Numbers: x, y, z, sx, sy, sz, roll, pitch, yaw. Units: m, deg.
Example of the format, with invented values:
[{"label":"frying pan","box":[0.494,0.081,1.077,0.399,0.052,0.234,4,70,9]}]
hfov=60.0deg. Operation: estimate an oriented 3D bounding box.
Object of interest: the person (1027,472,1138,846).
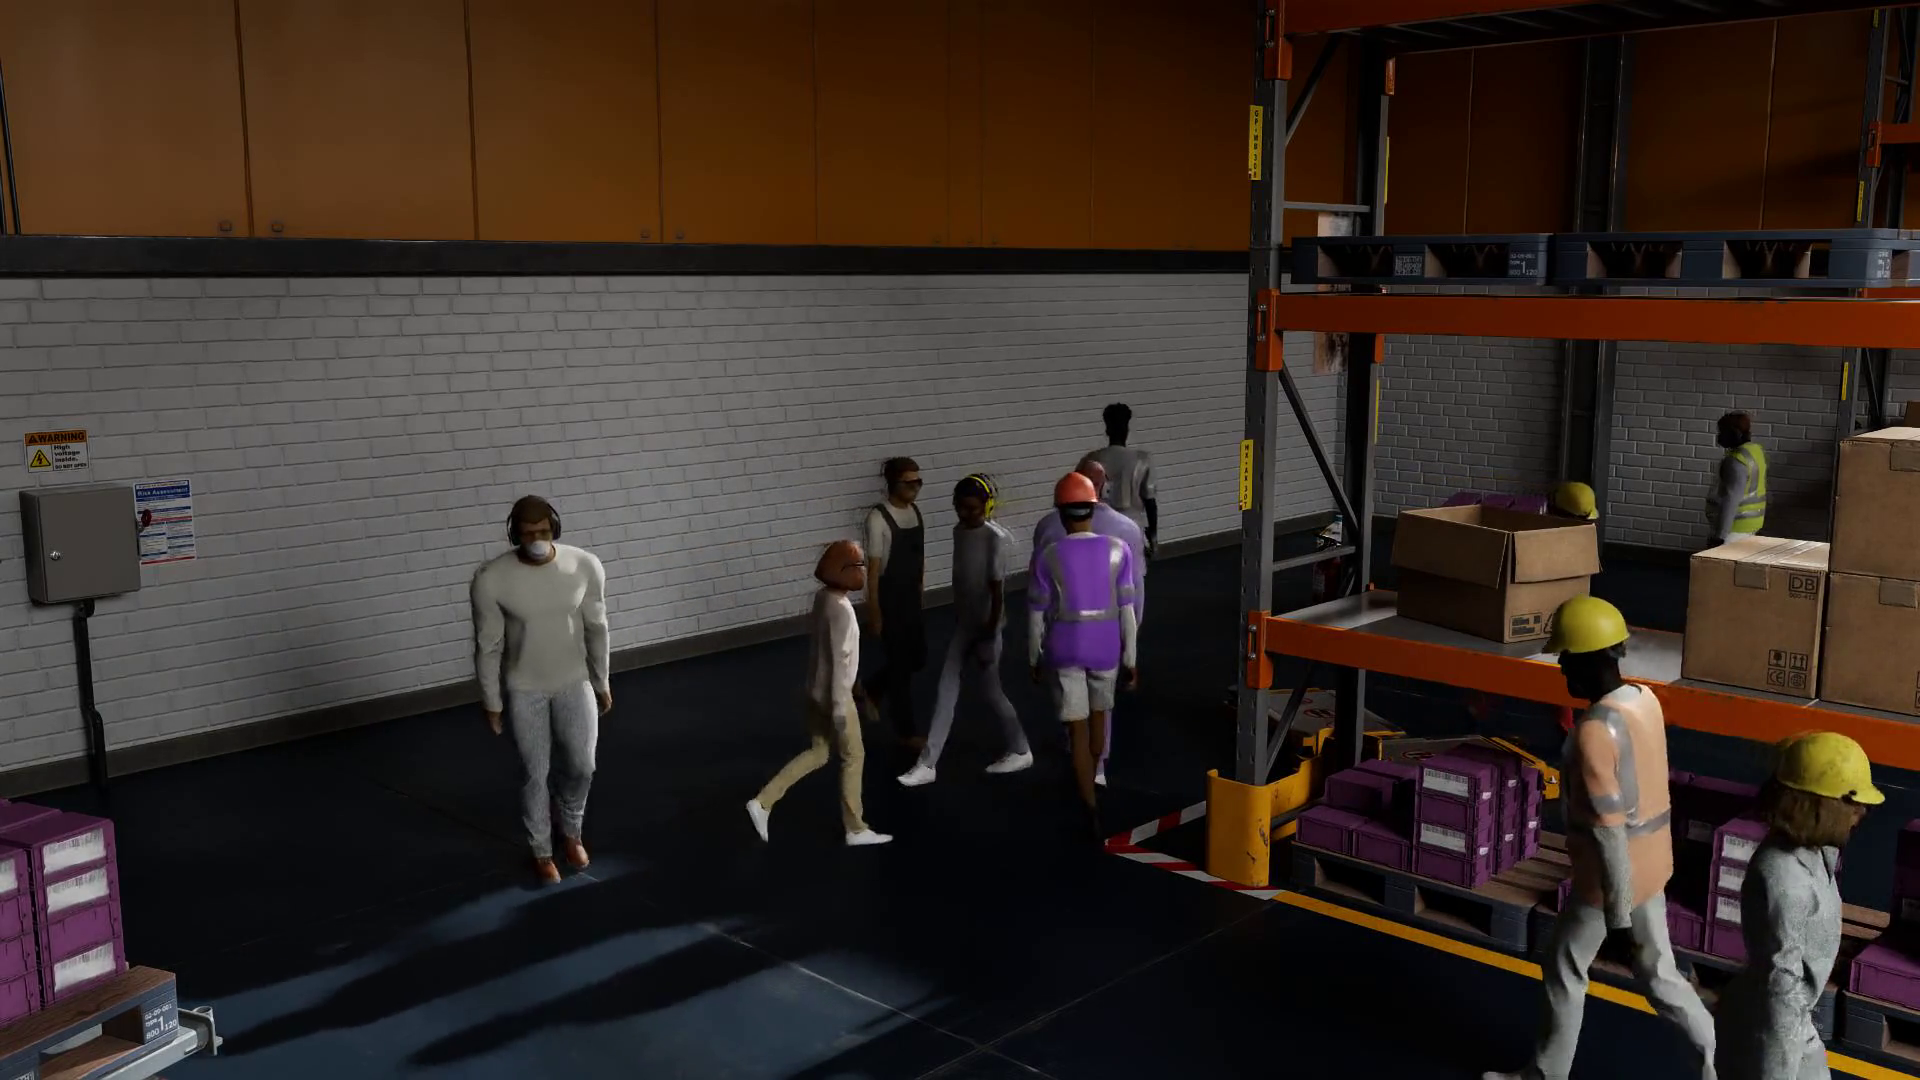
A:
[{"label":"person","box":[0.618,0.586,8.791,0.562,1.882,0.979,-2,9,-10]}]

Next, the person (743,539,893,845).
[{"label":"person","box":[-0.722,0.793,8.407,0.705,1.608,0.514,-3,10,-19]}]

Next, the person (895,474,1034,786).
[{"label":"person","box":[0.057,0.506,9.533,0.905,1.810,0.595,-6,11,-33]}]

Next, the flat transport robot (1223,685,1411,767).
[{"label":"flat transport robot","box":[2.195,1.144,10.308,0.652,0.197,1.431,-2,9,-12]}]

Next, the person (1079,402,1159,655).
[{"label":"person","box":[1.180,-0.063,12.559,0.623,1.953,0.635,3,10,17]}]

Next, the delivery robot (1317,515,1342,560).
[{"label":"delivery robot","box":[3.692,0.000,16.170,0.477,0.478,0.707,3,10,21]}]

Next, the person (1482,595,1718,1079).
[{"label":"person","box":[2.270,1.123,5.570,0.943,1.875,0.605,9,13,43]}]

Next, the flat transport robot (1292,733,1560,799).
[{"label":"flat transport robot","box":[2.669,1.298,9.364,1.431,0.197,0.652,-2,9,-12]}]

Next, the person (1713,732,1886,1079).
[{"label":"person","box":[2.238,1.354,4.551,0.409,1.728,0.501,7,11,35]}]

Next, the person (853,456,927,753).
[{"label":"person","box":[-0.427,0.381,10.238,0.647,1.825,0.520,7,12,38]}]

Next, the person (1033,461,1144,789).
[{"label":"person","box":[0.744,0.467,9.673,0.647,1.851,1.037,1,9,8]}]

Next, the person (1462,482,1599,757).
[{"label":"person","box":[3.467,0.473,9.996,0.772,1.711,0.551,4,10,21]}]

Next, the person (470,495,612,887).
[{"label":"person","box":[-1.974,0.719,7.905,0.648,1.909,0.474,-4,10,-24]}]

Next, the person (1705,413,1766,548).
[{"label":"person","box":[6.154,-0.093,13.231,0.442,1.829,0.683,7,11,35]}]
